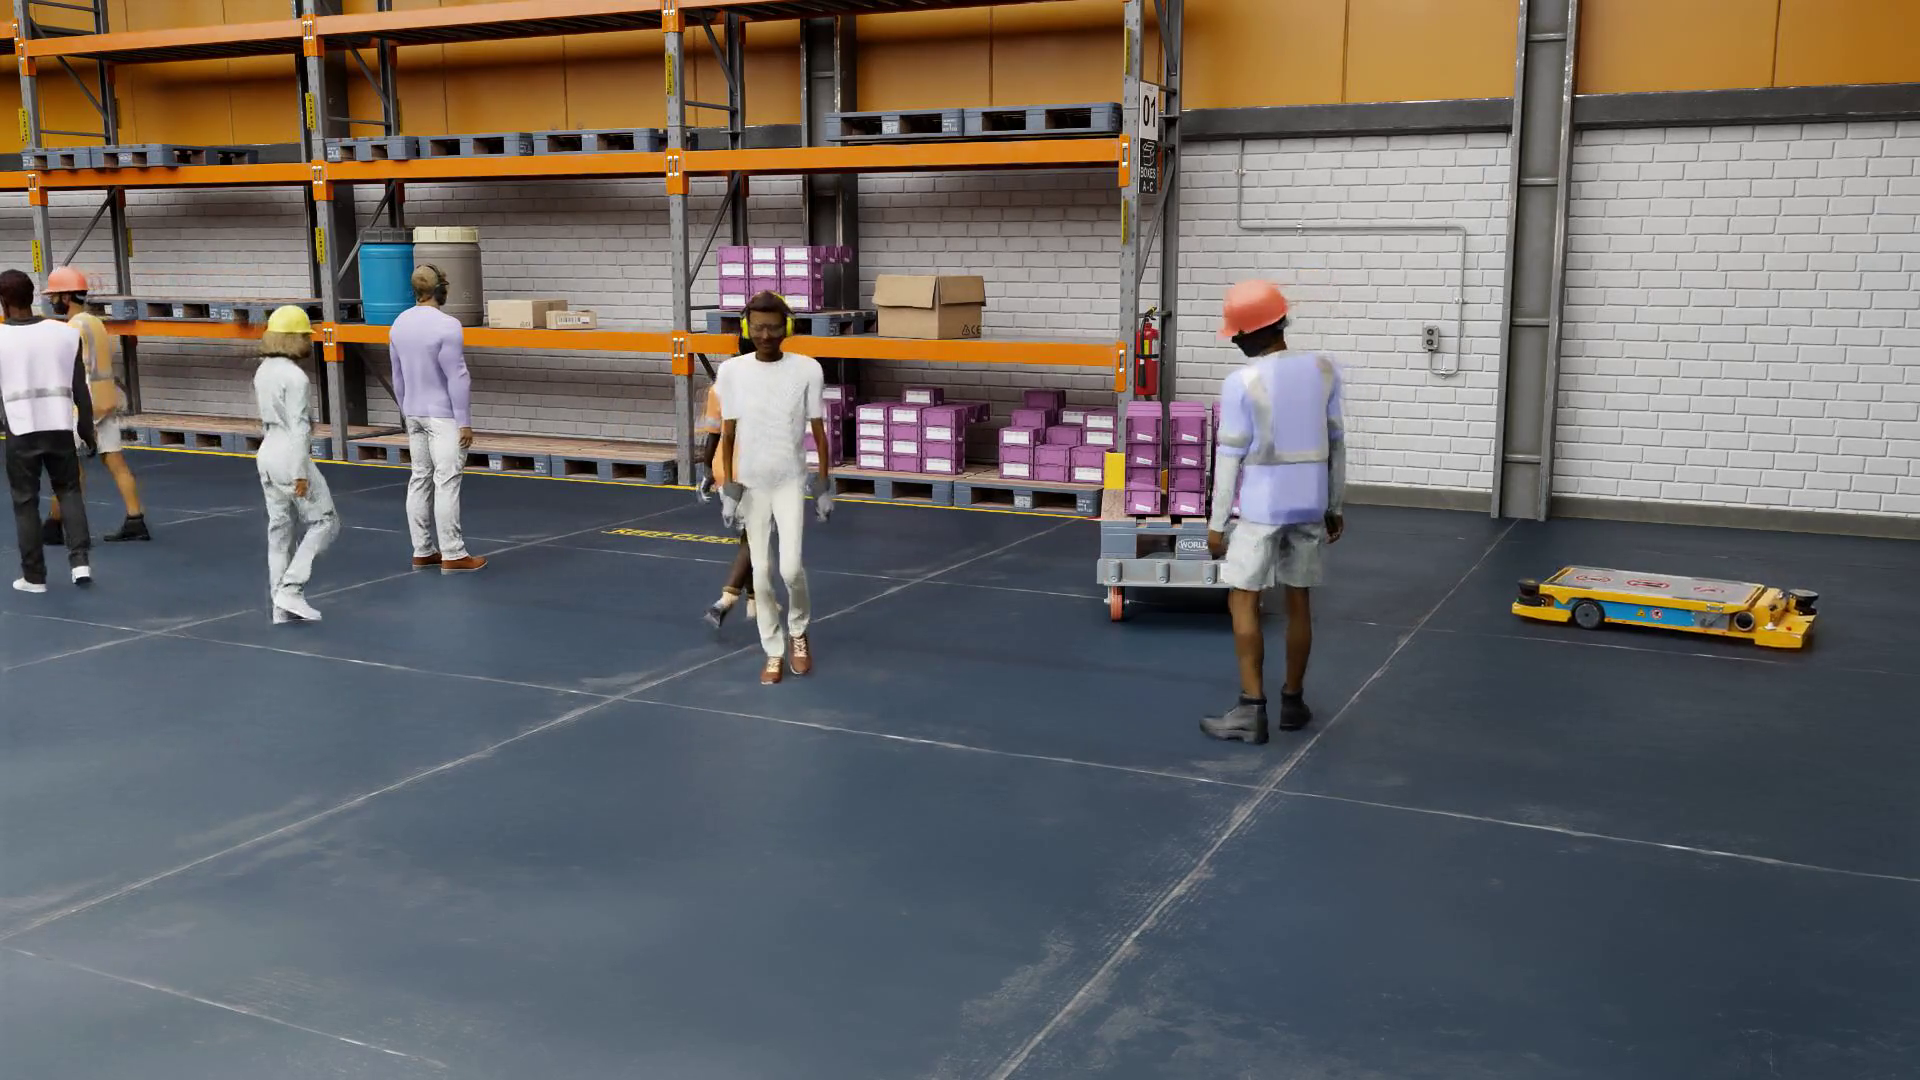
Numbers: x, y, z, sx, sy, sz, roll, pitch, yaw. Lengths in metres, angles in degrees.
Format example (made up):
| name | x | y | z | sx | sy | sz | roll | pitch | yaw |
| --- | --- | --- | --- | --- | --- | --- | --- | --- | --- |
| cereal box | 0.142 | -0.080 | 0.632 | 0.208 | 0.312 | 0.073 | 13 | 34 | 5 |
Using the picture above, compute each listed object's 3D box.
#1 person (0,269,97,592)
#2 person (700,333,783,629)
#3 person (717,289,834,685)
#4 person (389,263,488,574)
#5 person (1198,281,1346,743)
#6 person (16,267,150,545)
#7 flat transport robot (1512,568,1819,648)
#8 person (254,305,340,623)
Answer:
| name | x | y | z | sx | sy | sz | roll | pitch | yaw |
| --- | --- | --- | --- | --- | --- | --- | --- | --- | --- |
| person | -5.443 | -0.629 | 9.790 | 0.479 | 1.909 | 0.646 | 10 | 14 | 44 |
| person | -1.152 | -0.330 | 8.796 | 0.564 | 1.655 | 0.778 | 5 | 11 | 25 |
| person | -0.861 | -0.234 | 7.715 | 0.510 | 1.844 | 0.401 | 1 | 10 | 3 |
| person | -3.275 | -0.752 | 10.410 | 0.635 | 1.939 | 0.366 | 7 | 12 | 34 |
| person | 1.299 | -0.107 | 6.864 | 0.668 | 1.893 | 0.383 | -4 | 11 | -19 |
| person | -6.082 | -0.904 | 11.392 | 0.922 | 1.899 | 0.567 | -1 | 10 | -4 |
| flat transport robot | 3.782 | 0.338 | 8.937 | 1.431 | 0.197 | 0.652 | 6 | 12 | 33 |
| person | -3.606 | -0.398 | 8.992 | 0.491 | 1.727 | 0.374 | 8 | 13 | 38 |
